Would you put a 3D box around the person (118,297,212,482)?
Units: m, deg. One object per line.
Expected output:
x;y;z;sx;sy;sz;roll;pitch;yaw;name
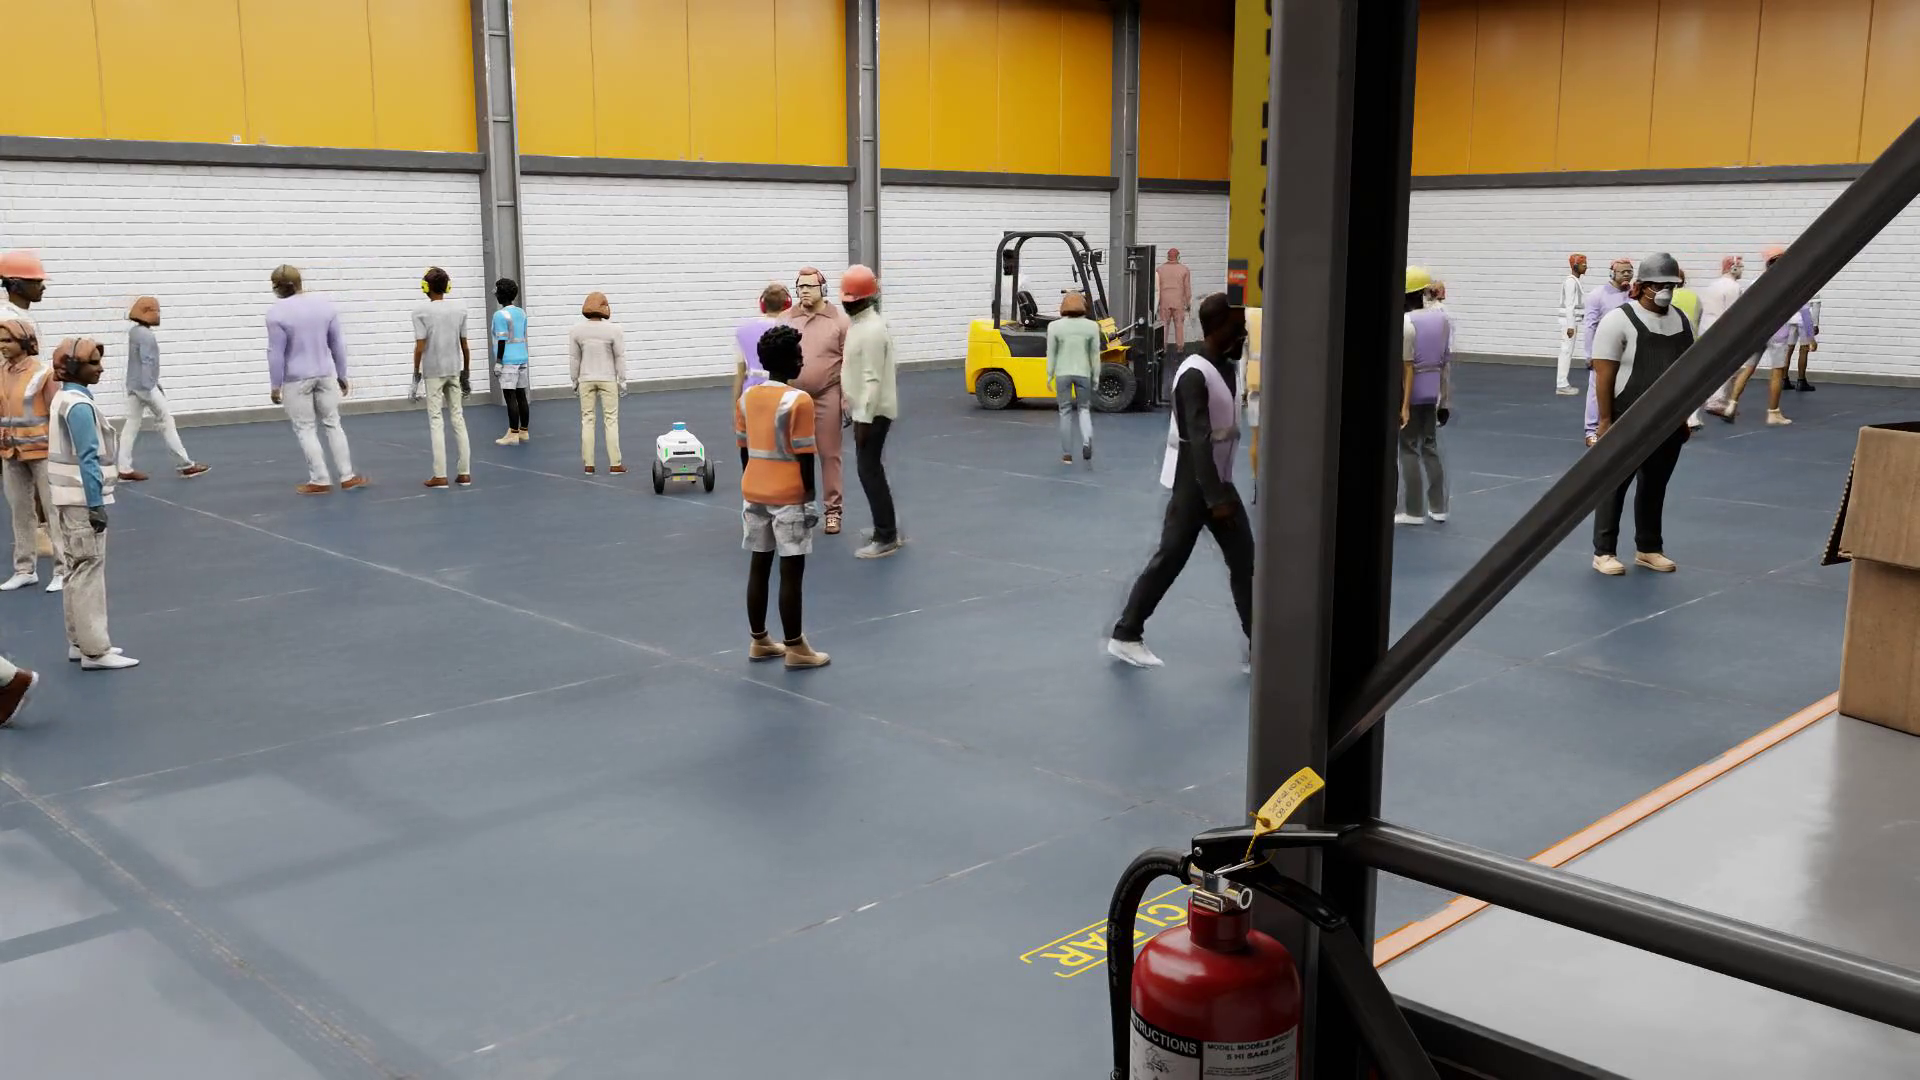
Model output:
-7.014;-1.313;14.511;0.511;1.594;0.801;10;15;44;person

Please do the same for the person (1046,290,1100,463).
1.055;-1.520;15.567;0.500;1.623;0.379;-1;10;-5;person

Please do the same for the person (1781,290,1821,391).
11.575;-3.013;22.858;0.369;1.935;0.552;-5;12;-27;person

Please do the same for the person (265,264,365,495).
-5.329;-1.309;13.696;0.346;1.907;0.780;7;13;34;person

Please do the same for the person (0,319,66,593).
-5.572;-0.500;9.962;0.515;1.640;0.315;2;11;11;person

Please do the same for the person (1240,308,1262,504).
2.473;-1.231;13.175;0.571;1.923;0.420;8;13;37;person

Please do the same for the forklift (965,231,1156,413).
1.222;-2.721;20.561;2.313;2.155;1.214;2;11;13;forklift

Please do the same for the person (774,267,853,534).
-1.060;-0.990;11.903;0.639;1.911;0.406;2;11;11;person

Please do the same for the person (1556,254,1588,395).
8.232;-2.901;22.391;0.338;1.882;0.582;5;11;23;person

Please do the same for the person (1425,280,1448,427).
5.313;-2.085;18.632;0.316;1.632;0.523;4;11;21;person

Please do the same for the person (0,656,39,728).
-4.446;-0.045;6.973;0.861;1.838;0.523;-5;12;-27;person

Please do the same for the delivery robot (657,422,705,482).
-2.360;-0.748;14.020;0.477;0.478;0.707;-3;11;-15;delivery robot

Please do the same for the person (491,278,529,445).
-4.592;-1.815;16.980;0.318;1.697;0.535;2;11;11;person

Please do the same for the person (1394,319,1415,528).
3.001;-0.979;12.013;0.514;1.844;0.333;5;12;27;person

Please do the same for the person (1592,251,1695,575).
4.347;-0.794;10.471;0.687;2.000;0.535;-3;11;-16;person

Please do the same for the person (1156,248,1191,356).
3.758;-4.196;29.395;0.651;1.904;0.403;3;11;15;person

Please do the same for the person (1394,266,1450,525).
3.375;-1.048;12.278;0.701;1.898;0.368;-6;12;-30;person

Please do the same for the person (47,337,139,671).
-4.316;-0.177;8.213;0.315;1.636;0.515;-8;13;-36;person

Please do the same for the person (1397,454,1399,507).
3.301;-1.198;13.107;0.584;1.882;0.346;3;11;16;person

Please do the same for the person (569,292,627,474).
-3.228;-1.397;14.871;0.507;1.631;0.277;0;10;3;person

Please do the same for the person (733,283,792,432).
-1.360;-0.943;12.006;0.589;1.797;0.811;2;11;11;person

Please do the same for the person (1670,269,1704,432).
7.577;-1.977;17.606;0.639;1.801;0.759;-1;10;-4;person

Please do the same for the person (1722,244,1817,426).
9.076;-2.277;18.579;0.596;2.041;0.825;-8;13;-36;person

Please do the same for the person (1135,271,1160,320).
2.923;-3.666;26.464;0.383;1.921;0.585;-7;12;-32;person

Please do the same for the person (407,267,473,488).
-4.433;-1.372;14.108;0.578;1.866;0.364;-10;14;-44;person

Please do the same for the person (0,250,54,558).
-6.118;-0.883;10.997;0.432;2.036;0.640;-3;11;-18;person

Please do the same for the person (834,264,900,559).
-0.606;-0.848;11.032;0.503;1.944;0.734;-2;11;-10;person

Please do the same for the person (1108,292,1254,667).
1.189;-0.261;8.065;1.020;1.870;0.595;7;12;32;person

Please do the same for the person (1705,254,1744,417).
9.094;-2.423;19.733;0.401;1.906;0.664;1;10;3;person

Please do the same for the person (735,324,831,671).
-0.891;-0.209;8.212;0.536;1.699;0.322;10;14;43;person

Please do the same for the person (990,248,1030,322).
0.672;-3.092;23.259;0.627;1.945;0.639;4;11;20;person

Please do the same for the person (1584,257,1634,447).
6.601;-1.878;16.745;0.639;1.911;0.406;-2;11;-9;person
